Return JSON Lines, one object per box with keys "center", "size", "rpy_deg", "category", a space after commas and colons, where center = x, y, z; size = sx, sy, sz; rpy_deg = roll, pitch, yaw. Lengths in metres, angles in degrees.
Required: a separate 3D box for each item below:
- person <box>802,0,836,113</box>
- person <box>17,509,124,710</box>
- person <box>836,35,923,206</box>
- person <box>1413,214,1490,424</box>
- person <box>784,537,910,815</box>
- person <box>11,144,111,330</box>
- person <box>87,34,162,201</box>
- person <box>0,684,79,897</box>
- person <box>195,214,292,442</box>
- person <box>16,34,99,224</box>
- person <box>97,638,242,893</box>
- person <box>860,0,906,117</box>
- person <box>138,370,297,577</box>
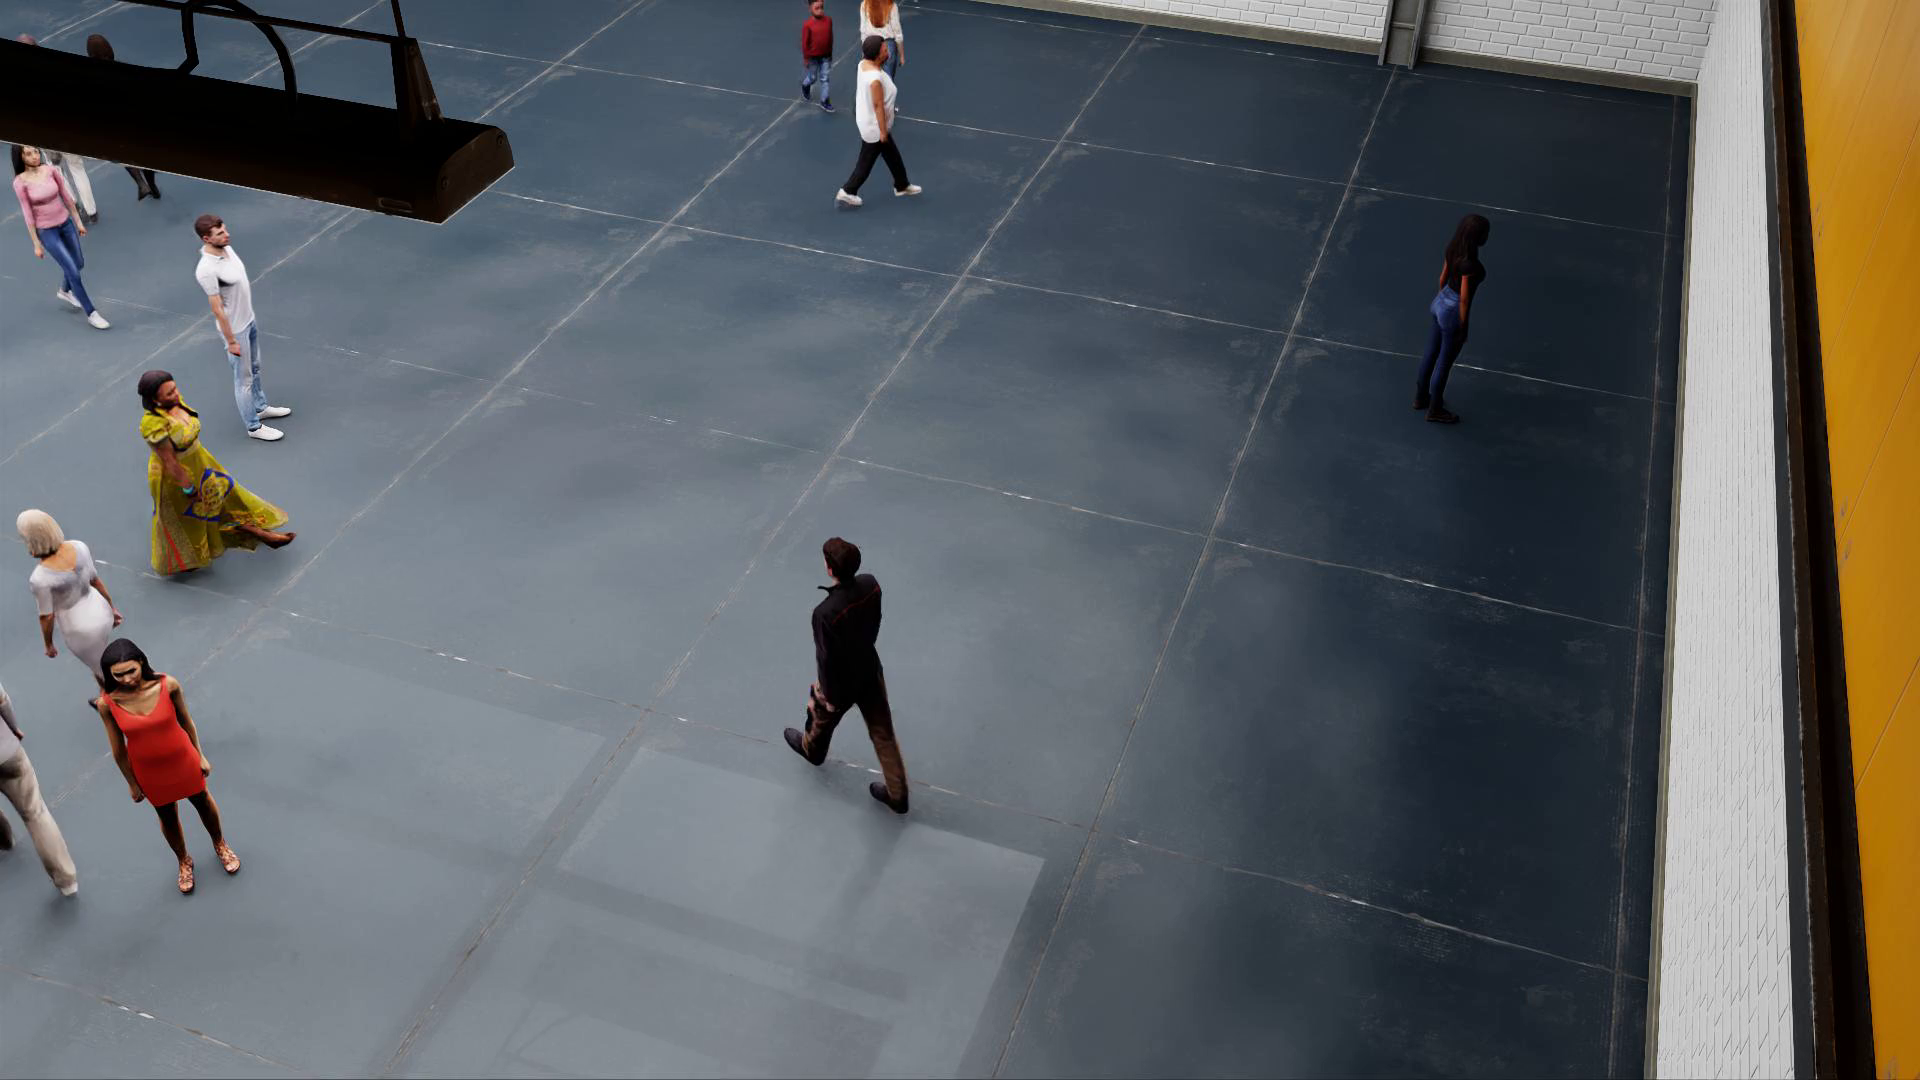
{"center": [-1.521, -5.175, 17.621], "size": [0.732, 1.240, 0.805], "rpy_deg": [-18, 42, -21], "category": "person"}
{"center": [-5.209, 0.542, 10.070], "size": [0.811, 1.729, 0.628], "rpy_deg": [9, 40, 11], "category": "person"}
{"center": [-0.853, -3.932, 15.731], "size": [1.199, 1.656, 1.019], "rpy_deg": [-8, 39, -10], "category": "person"}
{"center": [3.797, -1.728, 12.905], "size": [0.681, 1.738, 0.659], "rpy_deg": [-6, 39, -8], "category": "person"}
{"center": [-0.569, 0.832, 9.592], "size": [1.336, 1.872, 1.033], "rpy_deg": [29, 47, 32], "category": "person"}
{"center": [-7.664, -2.630, 14.048], "size": [0.966, 1.721, 0.709], "rpy_deg": [19, 42, 22], "category": "person"}
{"center": [-7.894, -3.969, 15.798], "size": [0.758, 1.629, 0.700], "rpy_deg": [32, 48, 33], "category": "person"}
{"center": [-5.314, 1.246, 9.109], "size": [1.096, 1.829, 1.326], "rpy_deg": [-28, 46, -31], "category": "person"}
{"center": [-5.532, -1.645, 12.711], "size": [0.698, 1.850, 0.730], "rpy_deg": [-3, 39, -4], "category": "person"}
{"center": [-8.356, -3.755, 15.404], "size": [0.888, 1.788, 0.952], "rpy_deg": [-24, 44, -27], "category": "person"}
{"center": [-4.407, 1.228, 9.218], "size": [0.669, 1.719, 0.705], "rpy_deg": [-22, 44, -25], "category": "person"}
{"center": [-0.823, -4.918, 16.937], "size": [1.046, 1.693, 0.637], "rpy_deg": [13, 40, 16], "category": "person"}
{"center": [-5.394, -0.429, 11.378], "size": [1.325, 1.615, 1.073], "rpy_deg": [-2, 39, -2], "category": "person"}
